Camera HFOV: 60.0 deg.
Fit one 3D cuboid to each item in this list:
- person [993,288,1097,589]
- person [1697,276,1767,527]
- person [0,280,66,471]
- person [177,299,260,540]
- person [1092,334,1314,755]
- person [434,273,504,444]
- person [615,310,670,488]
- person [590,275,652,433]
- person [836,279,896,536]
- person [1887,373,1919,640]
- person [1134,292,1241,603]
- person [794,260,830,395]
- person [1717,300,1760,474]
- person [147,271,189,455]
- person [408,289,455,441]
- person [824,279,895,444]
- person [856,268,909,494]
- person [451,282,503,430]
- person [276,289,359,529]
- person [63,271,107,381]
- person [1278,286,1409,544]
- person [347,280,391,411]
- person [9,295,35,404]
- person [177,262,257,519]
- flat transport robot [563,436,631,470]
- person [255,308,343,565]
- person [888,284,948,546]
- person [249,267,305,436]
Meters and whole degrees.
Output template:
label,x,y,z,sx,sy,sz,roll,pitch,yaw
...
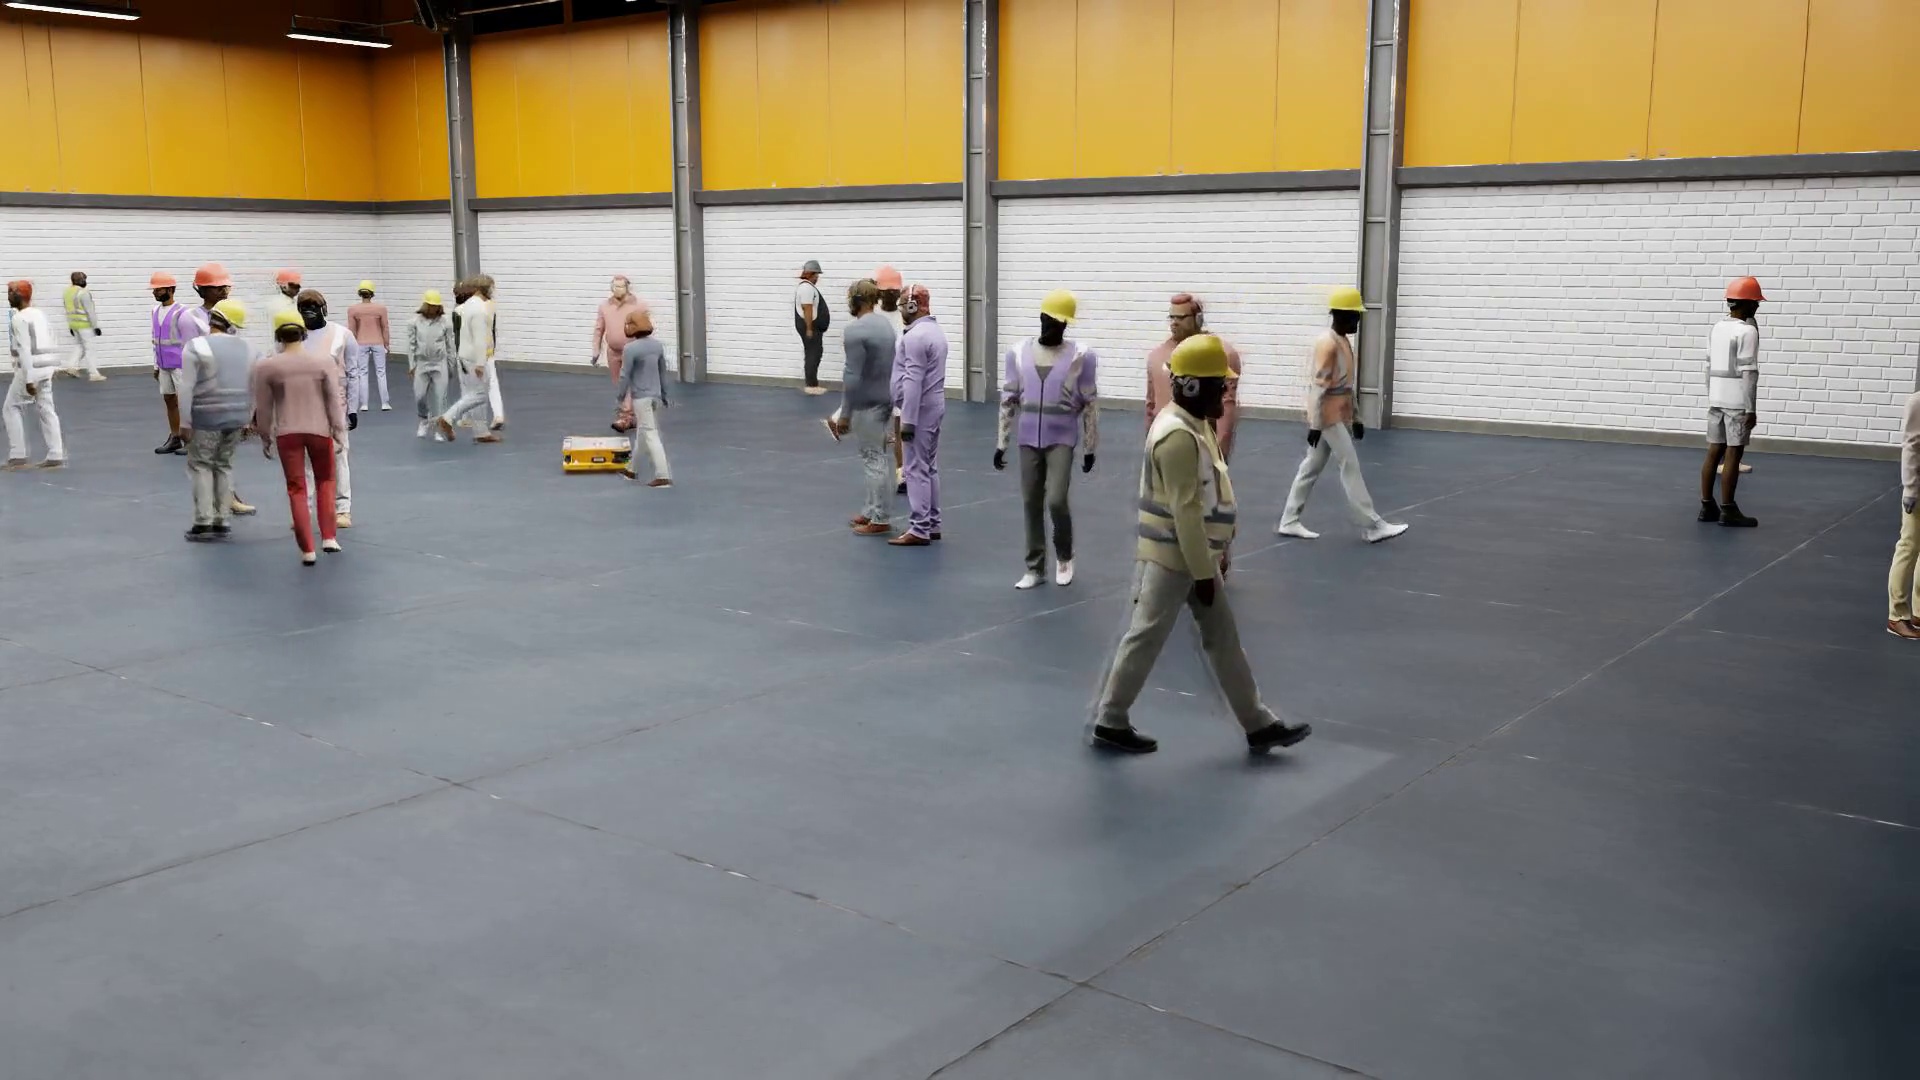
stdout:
label,x,y,z,sx,sy,sz,roll,pitch,yaw
person,0.525,-0.621,10.425,0.631,1.902,0.424,4,11,23
person,6.025,-1.071,12.938,0.356,1.937,0.552,-2,10,-9
person,-9.174,-1.602,16.267,0.737,1.858,0.584,0,10,1
person,-5.496,-0.882,12.303,0.462,1.780,0.619,6,11,31
person,0.987,0.043,6.911,0.943,1.778,0.619,3,10,16
person,-5.432,-1.978,18.328,0.688,1.914,0.639,-5,11,-26
person,-2.945,-1.285,15.167,0.825,1.595,0.535,5,11,29
person,-4.035,-2.193,19.702,0.671,1.858,0.981,2,10,13
person,-0.717,-0.986,12.532,0.596,1.919,0.637,4,10,21
person,5.377,-0.272,9.171,0.497,1.633,0.283,-4,11,-24
person,1.395,-0.572,10.191,0.652,1.880,0.810,6,12,32
person,-2.232,-3.224,25.175,0.533,2.000,0.713,-1,10,-8
person,7.494,-1.553,16.017,0.515,1.843,0.327,-8,13,-40
person,-8.303,-1.856,17.508,0.550,1.935,0.376,5,11,25
person,-5.977,-1.975,18.833,0.508,1.713,0.544,-3,10,-17
person,-1.090,-1.979,18.508,0.817,1.843,0.526,0,10,-3
person,-0.632,-1.419,14.829,0.636,1.983,1.066,-2,10,-9
person,-5.818,-2.209,20.041,0.967,1.786,0.623,9,14,44
person,-4.952,-1.003,12.826,0.624,1.844,0.429,-2,10,-10
person,-14.585,-3.556,27.709,0.651,1.835,0.486,7,12,34
person,2.803,-0.907,12.154,0.974,1.871,0.613,4,10,21
person,-7.953,-2.614,22.417,0.522,1.769,0.317,-3,10,-16
person,-13.252,-2.755,23.612,0.307,1.641,0.512,1,10,4
person,-5.917,-1.184,13.289,0.390,2.045,0.607,3,10,18
flat transport robot,-3.637,-0.879,16.665,0.652,0.197,1.431,-2,10,-12
person,-4.522,-0.711,11.406,0.547,1.731,0.643,-4,11,-22
person,-0.307,-0.909,12.133,0.400,1.894,0.659,2,10,12
person,-7.749,-2.131,19.030,0.873,1.970,0.617,1,10,6
